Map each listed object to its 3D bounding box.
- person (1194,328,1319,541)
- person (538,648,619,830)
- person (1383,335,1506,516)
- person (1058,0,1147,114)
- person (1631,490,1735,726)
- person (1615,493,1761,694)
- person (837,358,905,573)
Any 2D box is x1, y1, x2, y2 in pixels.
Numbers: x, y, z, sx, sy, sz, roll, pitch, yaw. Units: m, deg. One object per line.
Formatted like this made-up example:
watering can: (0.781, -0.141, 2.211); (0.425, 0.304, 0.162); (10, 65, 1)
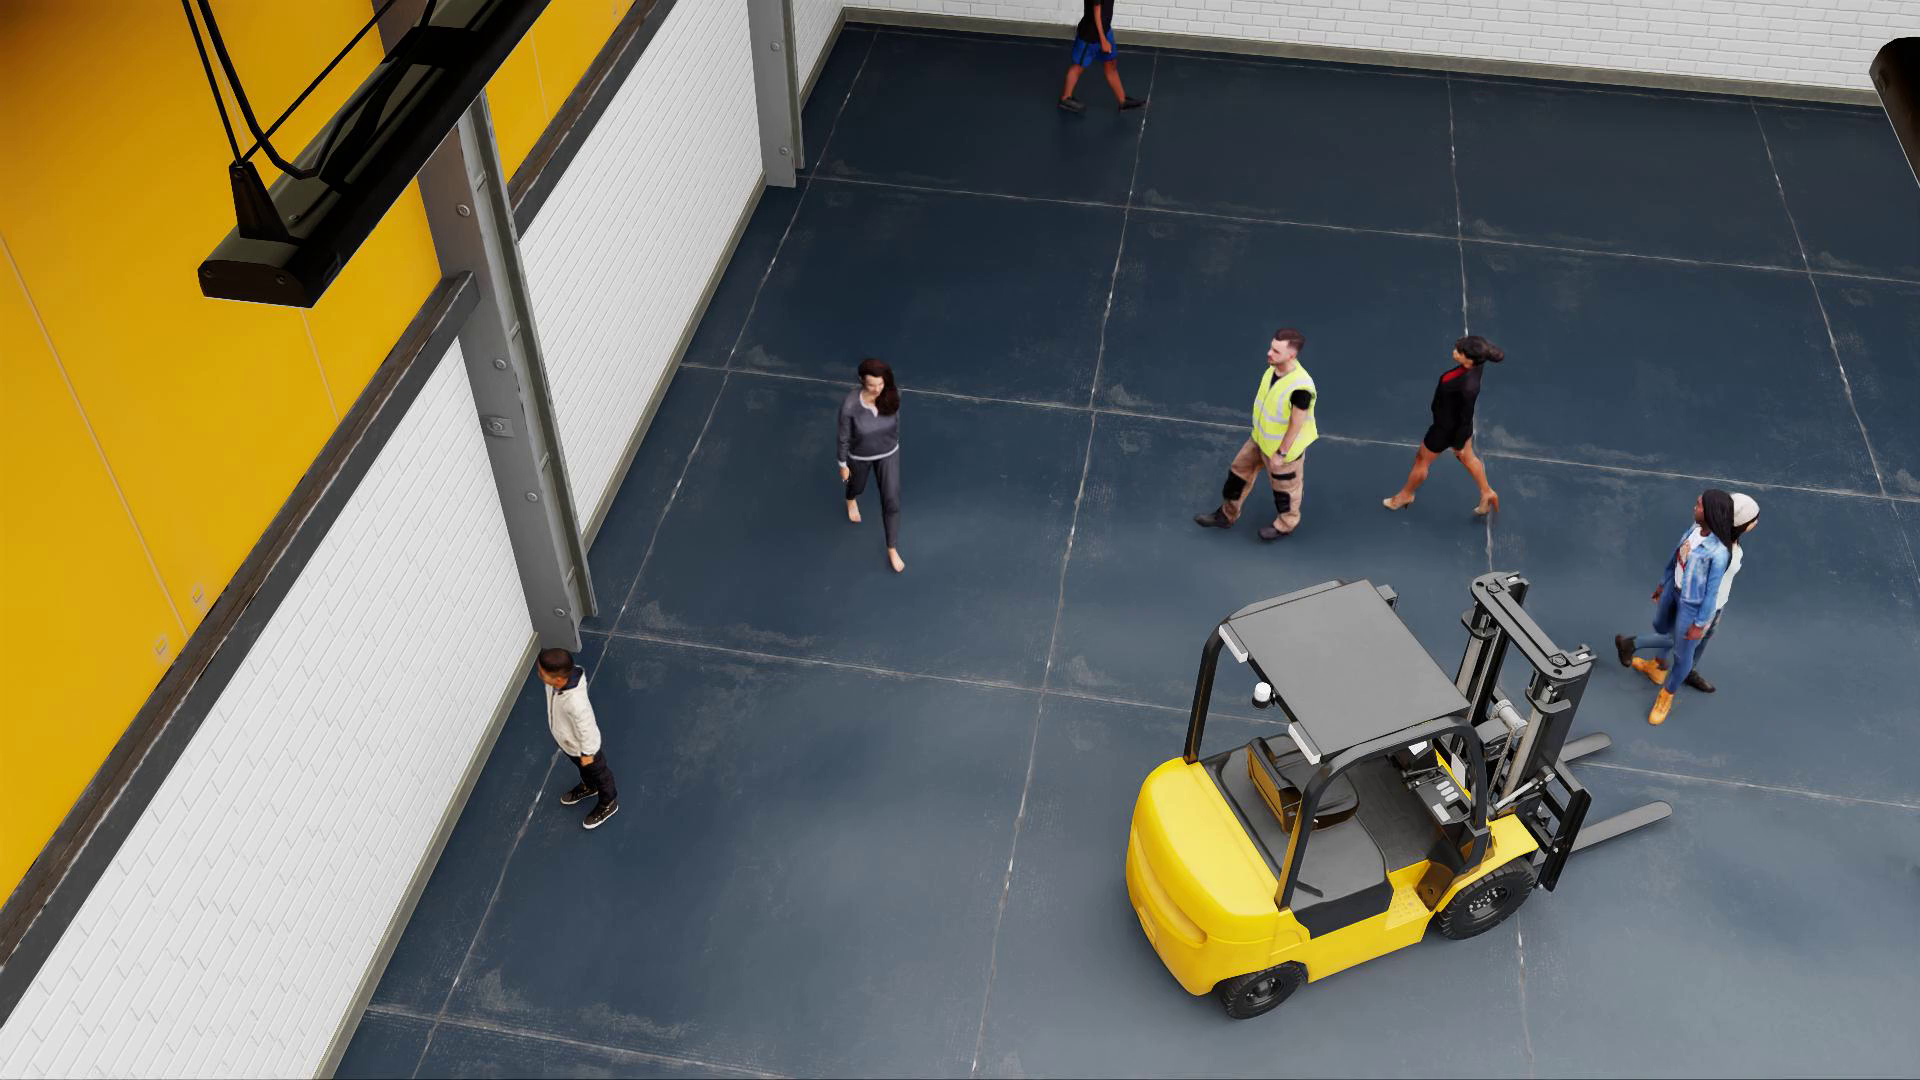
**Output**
person: (2.284, -0.728, 11.573); (1.038, 1.820, 1.060); (-14, 45, -14)
person: (-2.270, 1.137, 9.883); (0.694, 1.451, 0.649); (-30, 51, -27)
person: (3.566, -0.759, 11.764); (0.762, 1.602, 1.018); (16, 46, 17)
person: (1.211, -4.911, 16.015); (0.852, 1.749, 1.088); (19, 47, 19)
person: (4.599, 0.432, 10.443); (0.828, 1.699, 0.529); (-10, 45, -11)
person: (4.674, 0.337, 10.595); (0.790, 1.628, 0.928); (18, 46, 18)
person: (-0.644, -0.647, 11.560); (0.976, 1.720, 1.177); (-14, 45, -14)
